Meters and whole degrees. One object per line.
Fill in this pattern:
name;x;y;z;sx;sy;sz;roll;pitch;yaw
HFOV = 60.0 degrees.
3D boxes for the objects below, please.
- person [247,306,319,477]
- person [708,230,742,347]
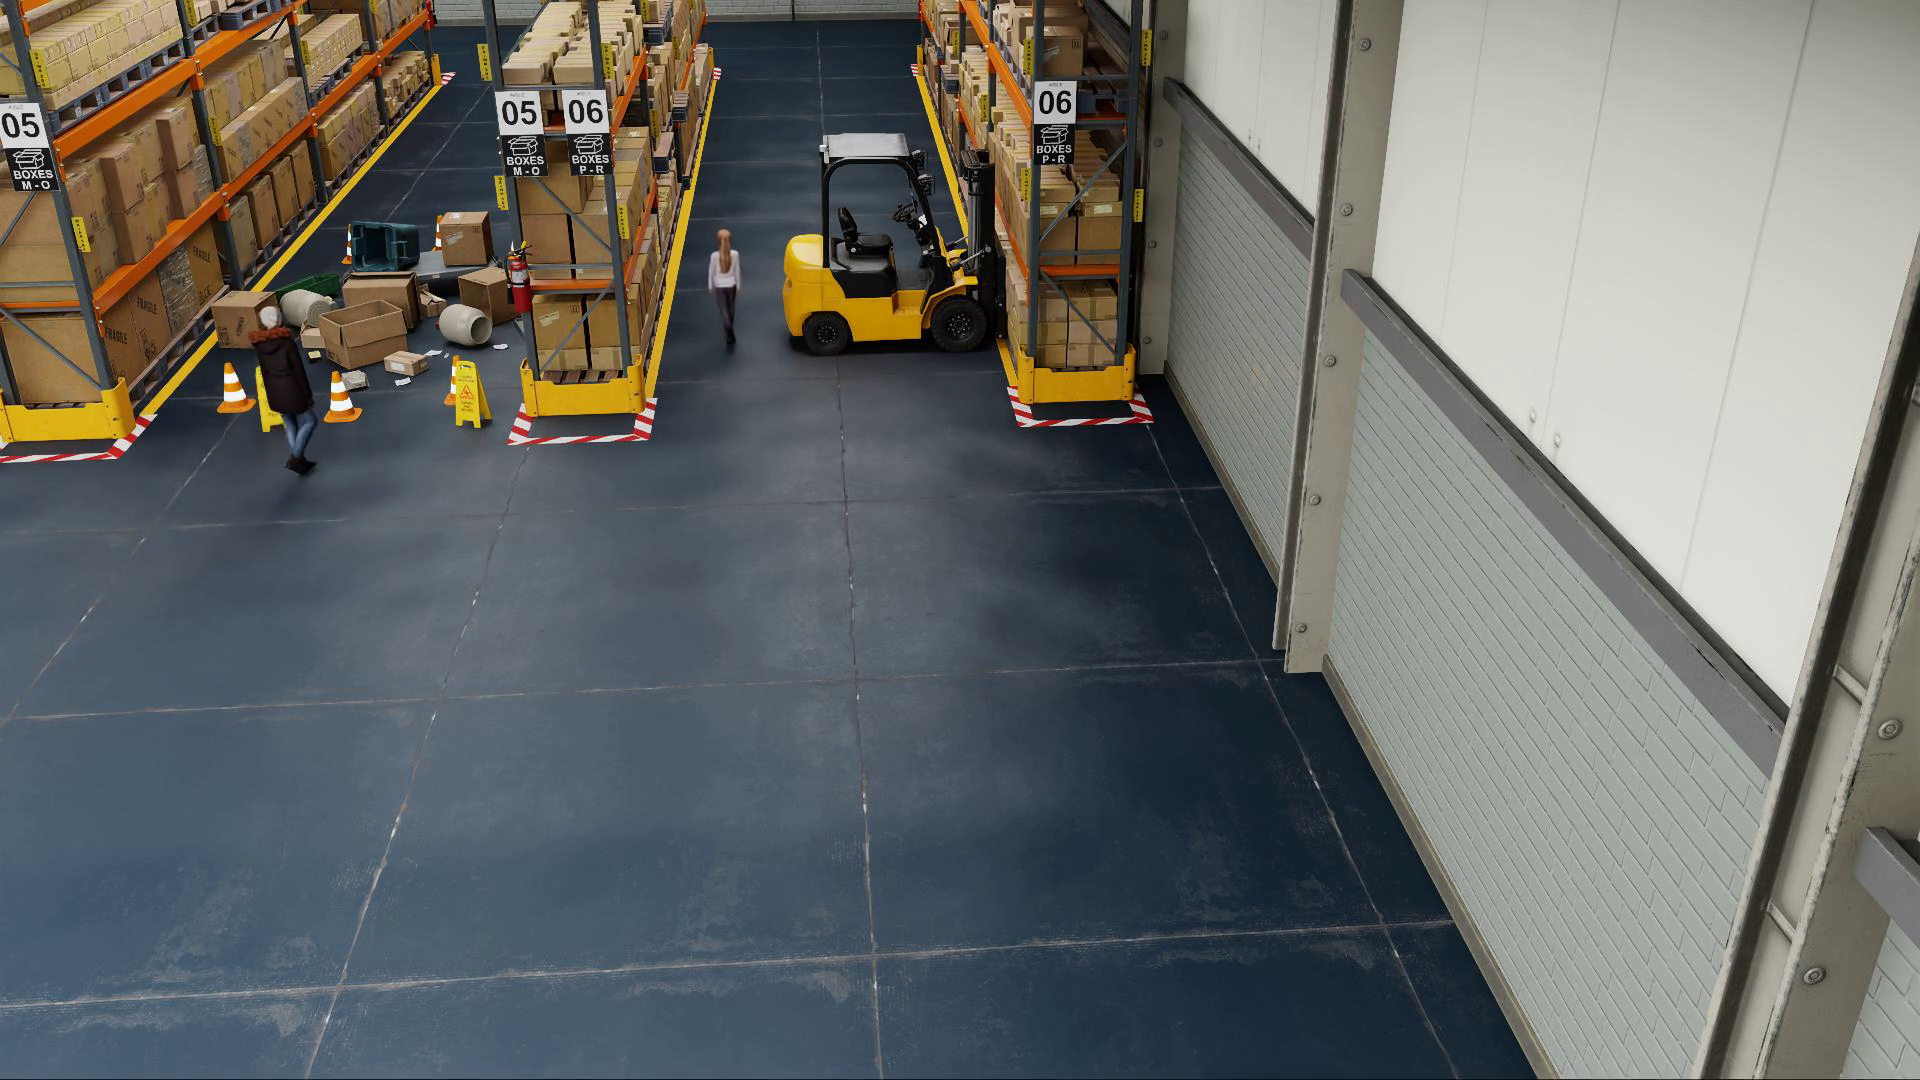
person;-6.059;-1.297;14.927;0.756;1.630;0.827;6;28;12
person;-2.543;-2.728;18.112;0.666;1.258;0.946;-11;29;-20
